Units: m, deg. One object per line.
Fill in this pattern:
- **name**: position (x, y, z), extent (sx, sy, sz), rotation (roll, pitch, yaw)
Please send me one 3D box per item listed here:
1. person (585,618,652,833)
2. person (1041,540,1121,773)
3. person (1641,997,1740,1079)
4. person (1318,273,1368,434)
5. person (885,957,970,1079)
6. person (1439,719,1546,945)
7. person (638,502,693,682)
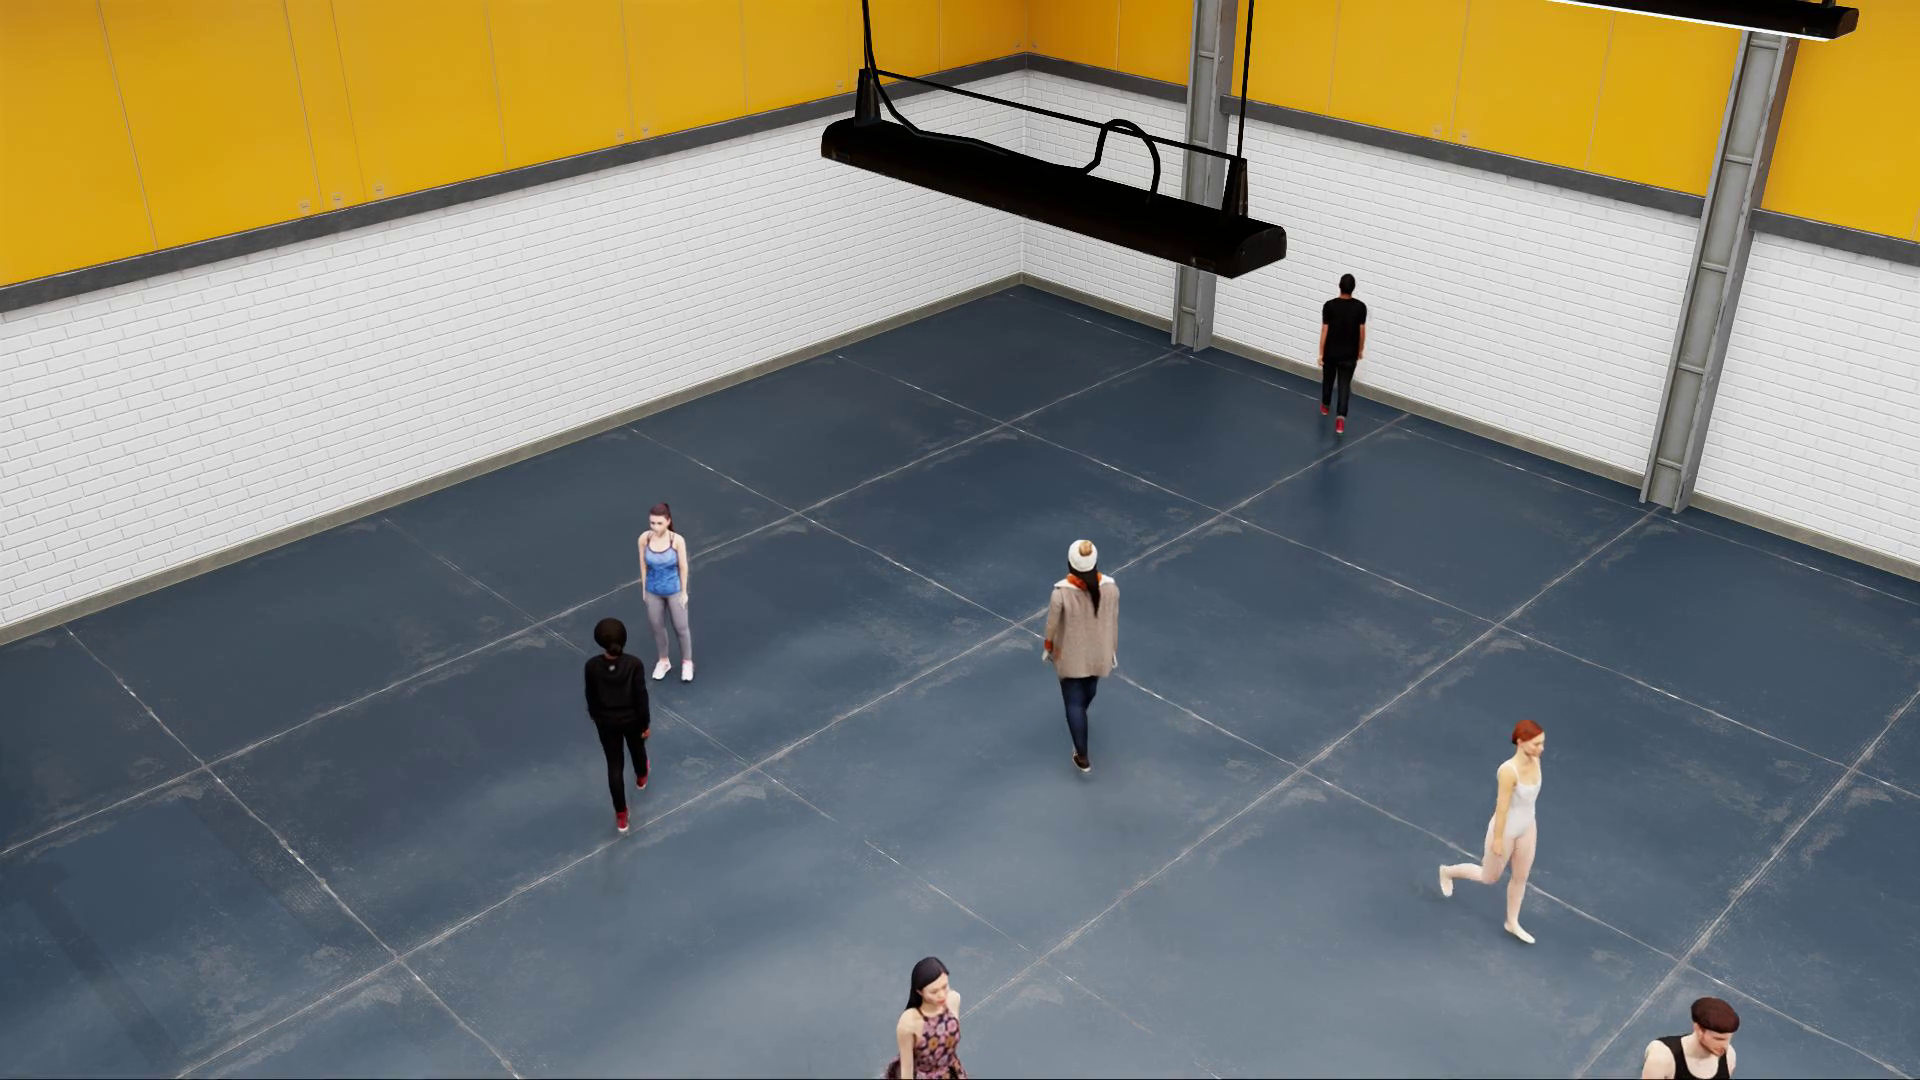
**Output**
- **person**: position (-2.441, 1.332, 11.878), extent (0.977, 1.641, 1.084), rotation (-3, 29, -5)
- **person**: position (0.935, 0.872, 12.505), extent (1.129, 1.848, 1.301), rotation (-5, 29, -10)
- **person**: position (3.591, 3.010, 8.592), extent (1.106, 1.842, 1.243), rotation (-4, 29, -7)
- **person**: position (4.098, -1.968, 17.848), extent (1.158, 1.717, 1.102), rotation (6, 29, 10)
- **person**: position (-0.223, 2.902, 8.919), extent (0.719, 1.718, 1.197), rotation (-20, 34, -32)
- **person**: position (3.539, 1.867, 10.914), extent (0.645, 1.624, 0.974), rotation (-21, 35, -33)
- **person**: position (-2.394, 0.416, 13.592), extent (0.626, 1.607, 0.712), rotation (6, 29, 10)
